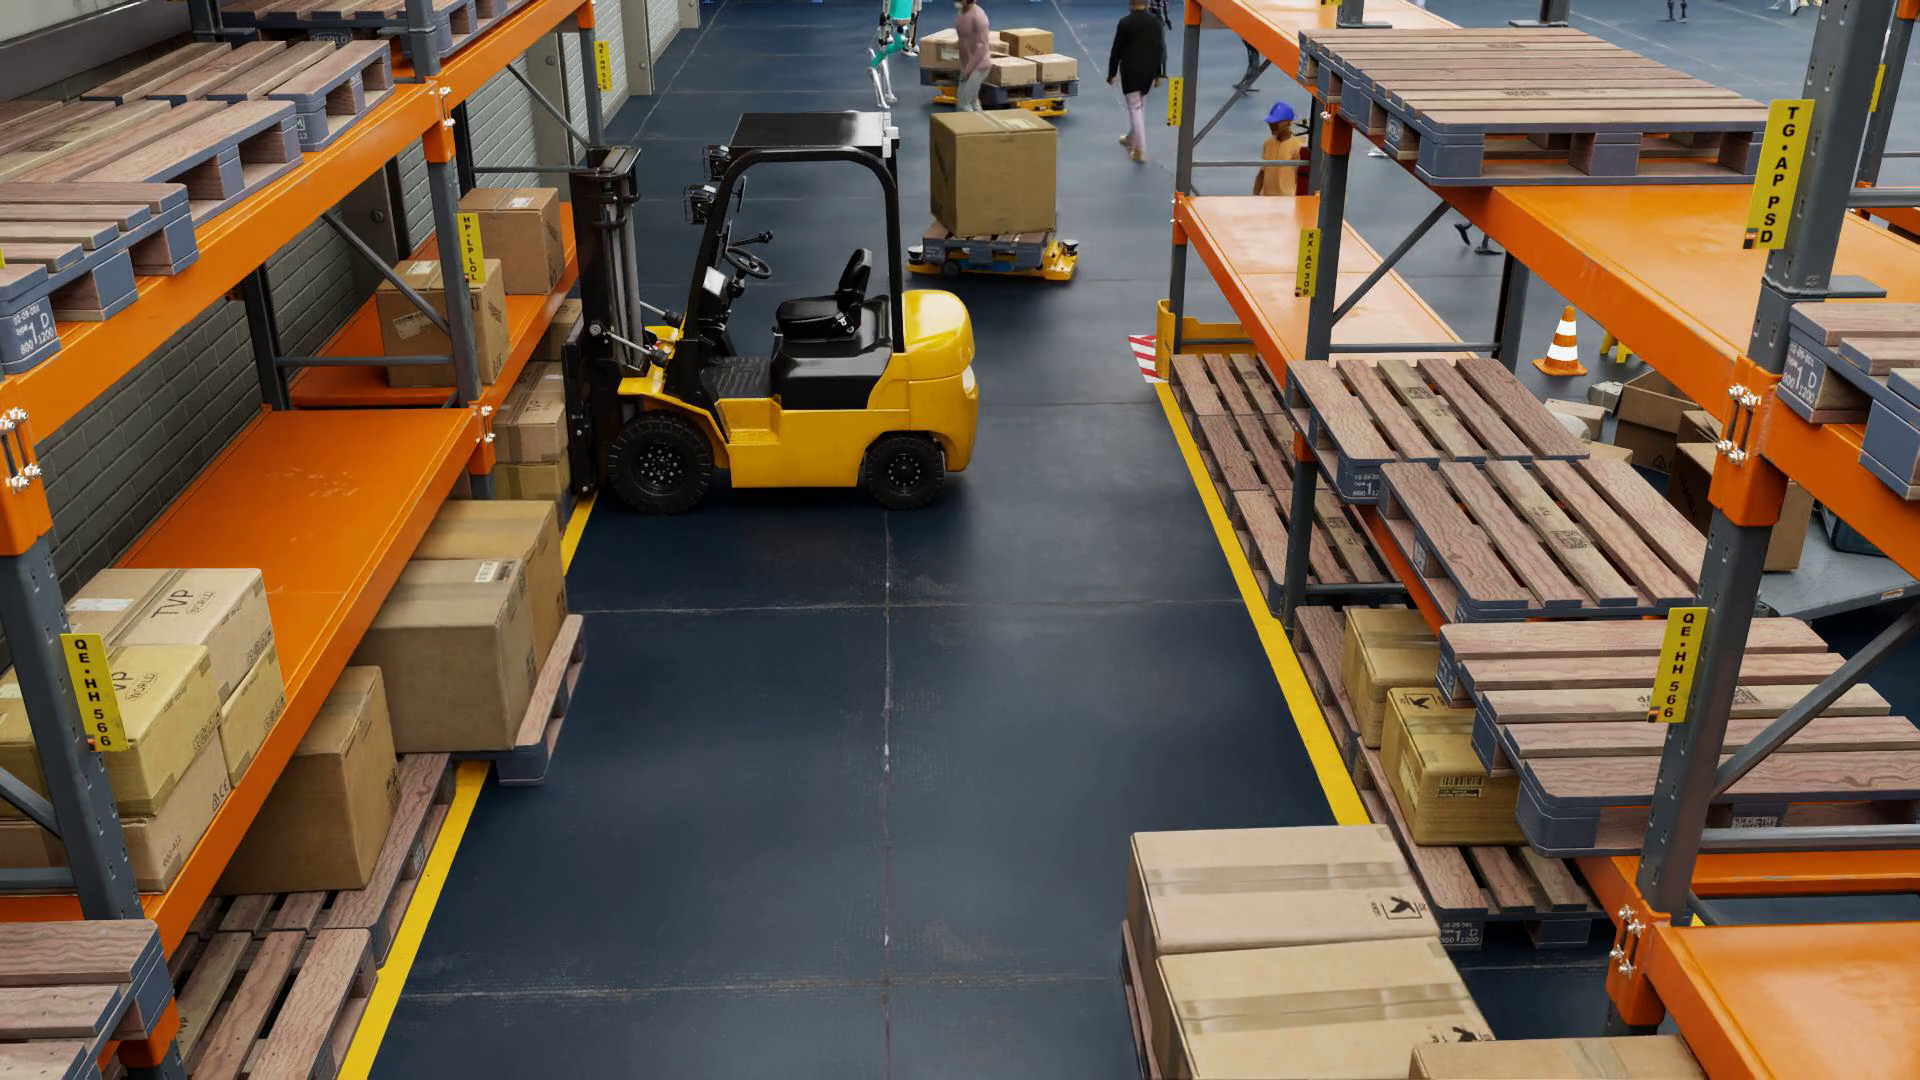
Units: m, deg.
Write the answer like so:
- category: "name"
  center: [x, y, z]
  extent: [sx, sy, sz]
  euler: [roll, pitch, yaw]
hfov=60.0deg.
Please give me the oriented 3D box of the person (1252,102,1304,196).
- category: "person"
  center: [2.460, -2.581, 13.109]
  extent: [0.791, 1.689, 0.446]
  euler: [-15, 29, -29]

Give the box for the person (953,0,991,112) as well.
- category: "person"
  center: [0.161, -5.211, 18.446]
  extent: [0.498, 1.897, 0.660]
  euler: [-9, 27, -19]

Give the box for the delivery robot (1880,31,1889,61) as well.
- category: "delivery robot"
  center: [13.282, -7.321, 24.441]
  extent: [0.747, 0.568, 0.499]
  euler: [-14, 29, -28]

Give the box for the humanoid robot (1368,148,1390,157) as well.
- category: "humanoid robot"
  center: [4.815, -5.081, 18.361]
  extent: [0.654, 1.818, 0.530]
  euler: [10, 27, 19]

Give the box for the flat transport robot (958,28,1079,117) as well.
- category: "flat transport robot"
  center: [0.719, -5.568, 21.095]
  extent: [0.659, 0.231, 1.431]
  euler: [-13, 28, -25]

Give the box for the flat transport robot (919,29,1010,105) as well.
- category: "flat transport robot"
  center: [0.227, -5.931, 21.863]
  extent: [0.659, 0.231, 1.431]
  euler: [9, 27, 19]

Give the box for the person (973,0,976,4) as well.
- category: "person"
  center: [0.152, -8.063, 24.651]
  extent: [0.346, 1.743, 0.561]
  euler: [-3, 25, -7]

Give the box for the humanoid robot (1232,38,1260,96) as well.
- category: "humanoid robot"
  center: [3.821, -6.685, 21.818]
  extent: [0.476, 1.638, 0.610]
  euler: [-2, 25, -3]

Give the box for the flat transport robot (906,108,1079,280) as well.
- category: "flat transport robot"
  center: [0.291, -2.478, 14.551]
  extent: [1.431, 0.231, 0.659]
  euler: [4, 26, 9]

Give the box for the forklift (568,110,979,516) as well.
- category: "forklift"
  center: [-1.043, -1.379, 9.976]
  extent: [2.313, 2.155, 1.214]
  euler: [-1, 25, -2]

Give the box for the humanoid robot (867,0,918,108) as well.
- category: "humanoid robot"
  center: [-0.905, -6.378, 21.091]
  extent: [0.552, 1.755, 0.836]
  euler: [-17, 30, -32]

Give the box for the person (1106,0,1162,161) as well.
- category: "person"
  center: [1.922, -5.173, 18.438]
  extent: [0.555, 1.828, 0.793]
  euler: [-11, 27, -22]

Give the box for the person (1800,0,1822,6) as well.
- category: "person"
  center: [15.379, -10.491, 29.621]
  extent: [0.531, 1.891, 0.391]
  euler: [1, 25, 2]

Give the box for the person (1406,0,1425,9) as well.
- category: "person"
  center: [7.057, -8.615, 25.739]
  extent: [0.582, 1.809, 0.767]
  euler: [11, 28, 23]

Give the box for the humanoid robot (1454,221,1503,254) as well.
- category: "humanoid robot"
  center: [4.720, -3.385, 14.817]
  extent: [0.438, 1.639, 0.609]
  euler: [3, 25, 6]

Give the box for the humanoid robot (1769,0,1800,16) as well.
- category: "humanoid robot"
  center: [14.404, -9.977, 28.749]
  extent: [0.558, 1.800, 0.935]
  euler: [-8, 26, -16]

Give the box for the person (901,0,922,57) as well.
- category: "person"
  center: [-0.713, -8.182, 24.721]
  extent: [0.375, 1.900, 0.544]
  euler: [13, 28, 26]

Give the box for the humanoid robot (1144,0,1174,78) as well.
- category: "humanoid robot"
  center: [2.697, -7.212, 22.950]
  extent: [0.618, 1.638, 0.589]
  euler: [20, 32, 36]

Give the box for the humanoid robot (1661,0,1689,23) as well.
- category: "humanoid robot"
  center: [12.048, -9.513, 27.799]
  extent: [0.589, 1.640, 0.388]
  euler: [21, 32, 37]
